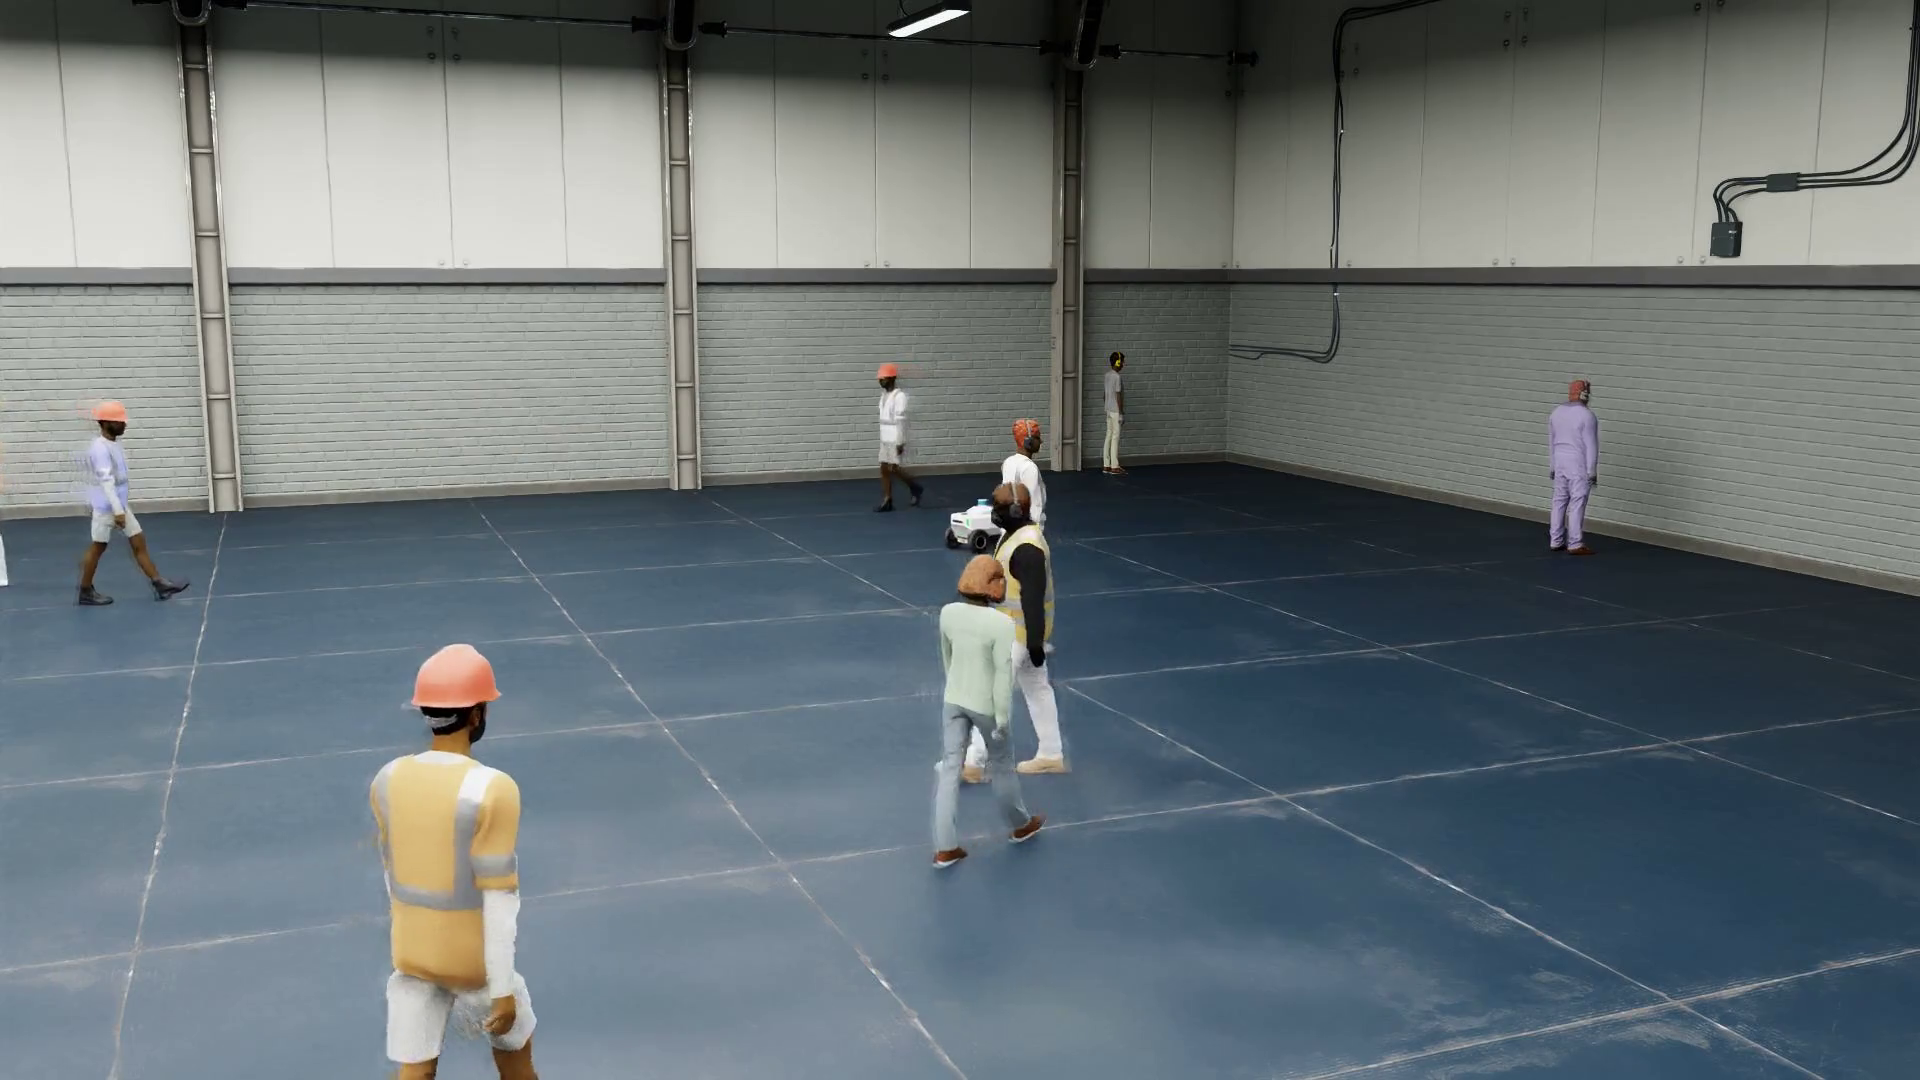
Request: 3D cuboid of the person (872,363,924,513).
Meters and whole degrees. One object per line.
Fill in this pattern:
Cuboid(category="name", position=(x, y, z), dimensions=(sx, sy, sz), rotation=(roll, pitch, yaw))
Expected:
Cuboid(category="person", position=(-0.821, -1.307, 21.287), dimensions=(0.585, 1.924, 0.552), rotation=(-6, 11, -34))

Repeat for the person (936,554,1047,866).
Cuboid(category="person", position=(0.135, 0.858, 8.700), dimensions=(0.513, 1.592, 0.820), rotation=(7, 11, 36))

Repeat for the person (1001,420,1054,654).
Cuboid(category="person", position=(0.523, -0.026, 13.376), dimensions=(0.355, 1.883, 0.573), rotation=(-4, 10, -21))

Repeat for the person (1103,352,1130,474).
Cuboid(category="person", position=(2.379, -1.944, 25.481), dimensions=(0.329, 1.865, 0.516), rotation=(-4, 10, -21))

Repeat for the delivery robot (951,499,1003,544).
Cuboid(category="delivery robot", position=(0.248, -0.206, 18.369), dimensions=(0.707, 0.478, 0.477), rotation=(-8, 12, -39))

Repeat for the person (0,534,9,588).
Cuboid(category="person", position=(-9.630, -0.461, 16.038), dimensions=(0.798, 1.893, 0.605), rotation=(-1, 9, -5))

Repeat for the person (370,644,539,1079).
Cuboid(category="person", position=(-1.544, 1.262, 5.259), dimensions=(0.566, 1.884, 0.974), rotation=(3, 10, 21))

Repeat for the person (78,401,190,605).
Cuboid(category="person", position=(-7.681, -0.327, 15.254), dimensions=(0.990, 1.882, 0.575), rotation=(-1, 9, -9))

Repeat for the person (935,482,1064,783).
Cuboid(category="person", position=(0.235, 0.552, 9.993), dimensions=(0.889, 1.805, 0.633), rotation=(0, 9, -1))

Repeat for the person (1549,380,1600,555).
Cuboid(category="person", position=(6.713, -0.791, 18.148), dimensions=(0.403, 1.900, 0.679), rotation=(-4, 10, -25))
